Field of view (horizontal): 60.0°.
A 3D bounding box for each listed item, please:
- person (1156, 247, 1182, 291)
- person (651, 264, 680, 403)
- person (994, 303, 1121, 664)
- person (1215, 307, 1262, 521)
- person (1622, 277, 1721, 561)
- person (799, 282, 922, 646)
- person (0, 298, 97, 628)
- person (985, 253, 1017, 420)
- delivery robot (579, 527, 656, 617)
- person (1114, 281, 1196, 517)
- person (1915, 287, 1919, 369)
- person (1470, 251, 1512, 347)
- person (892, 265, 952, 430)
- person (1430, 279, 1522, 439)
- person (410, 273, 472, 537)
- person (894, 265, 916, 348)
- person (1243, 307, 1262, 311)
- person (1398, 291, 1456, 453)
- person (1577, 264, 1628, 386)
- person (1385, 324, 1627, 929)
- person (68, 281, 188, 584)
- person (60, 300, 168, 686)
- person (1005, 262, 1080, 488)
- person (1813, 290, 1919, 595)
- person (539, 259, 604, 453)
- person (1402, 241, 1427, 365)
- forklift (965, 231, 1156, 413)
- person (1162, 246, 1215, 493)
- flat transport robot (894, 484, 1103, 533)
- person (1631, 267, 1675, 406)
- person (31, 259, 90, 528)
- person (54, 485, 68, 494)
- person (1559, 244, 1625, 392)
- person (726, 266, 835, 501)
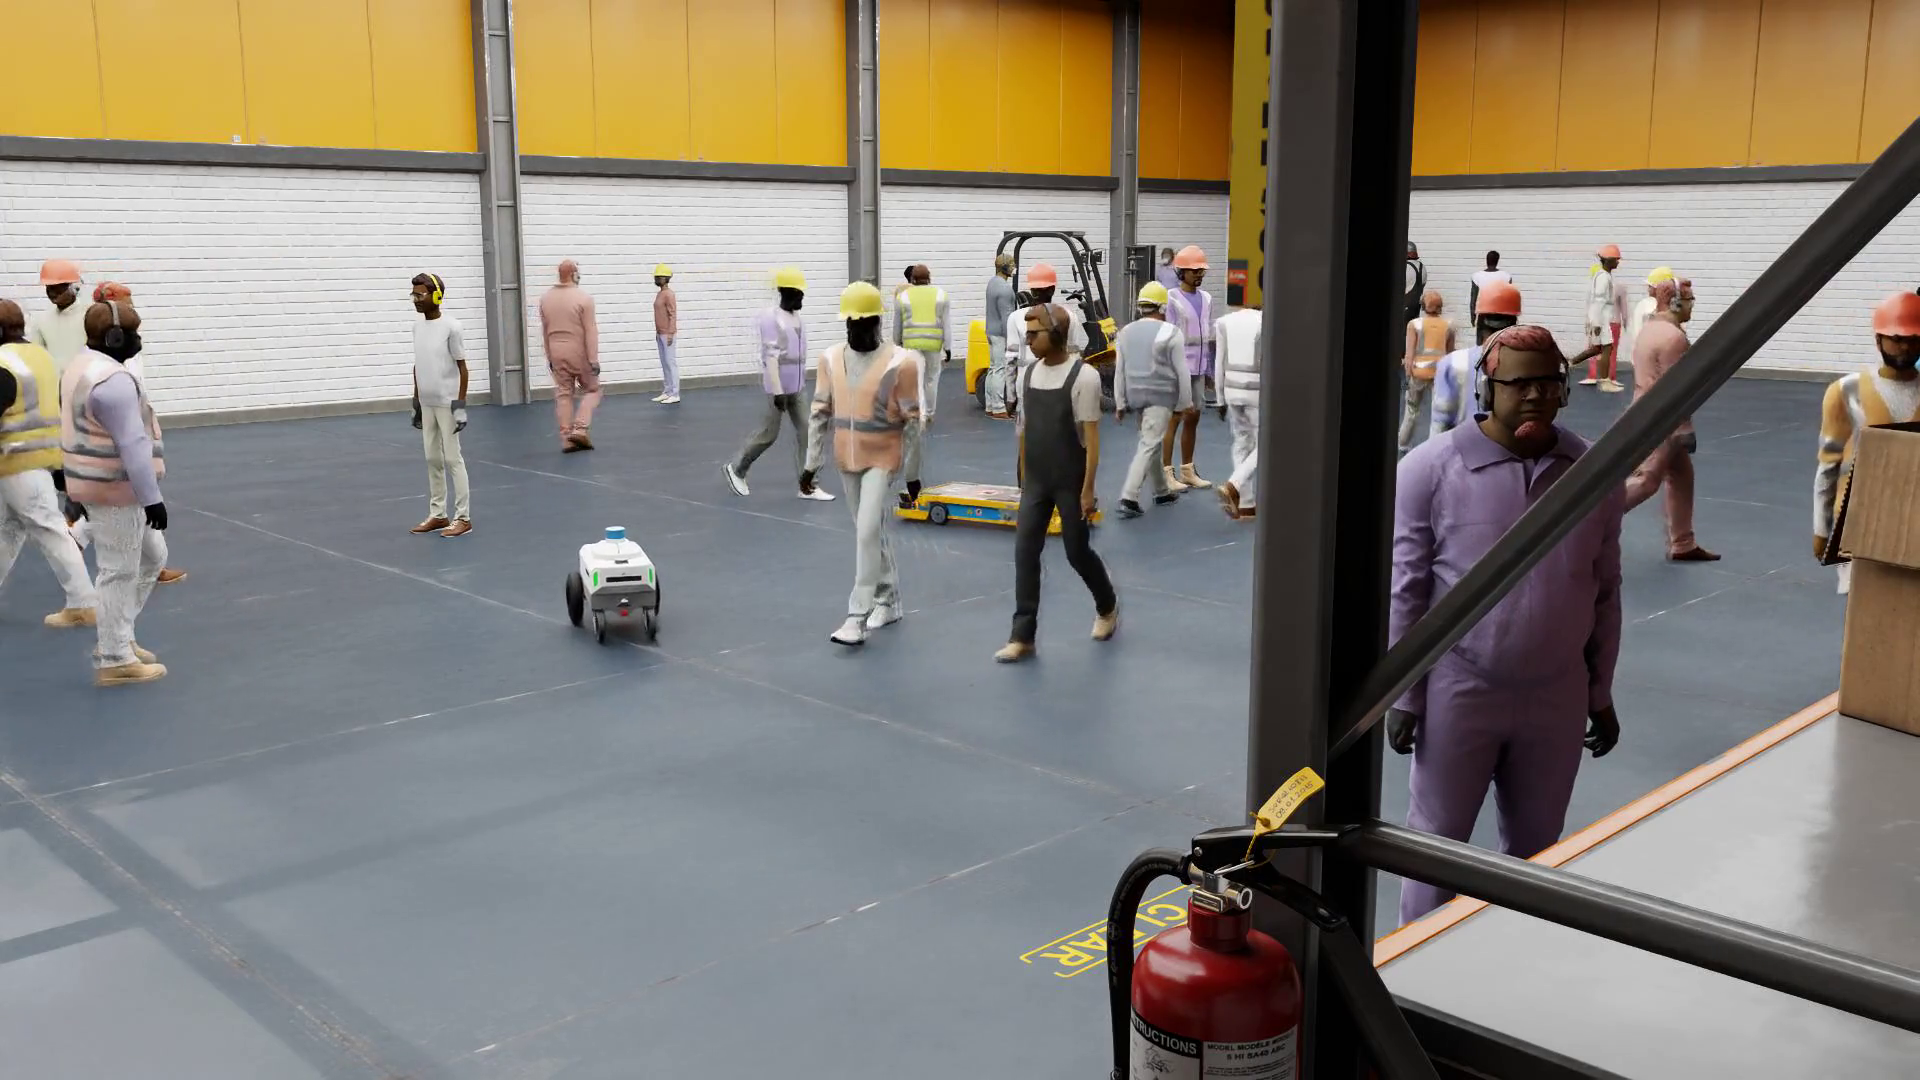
[{"bbox_3d":[3.646,-4.176,29.247,0.648,1.919,0.458,9,14,42],"label":"person"},{"bbox_3d":[-3.773,-2.624,21.202,0.313,1.768,0.533,-6,12,-28],"label":"person"},{"bbox_3d":[0.519,-0.309,8.496,0.534,1.803,0.886,8,13,36],"label":"person"},{"bbox_3d":[2.111,-1.039,12.271,0.598,1.866,0.627,10,14,43],"label":"person"},{"bbox_3d":[4.504,-0.769,10.809,0.925,1.871,0.639,3,11,14],"label":"person"},{"bbox_3d":[-0.555,-0.394,8.731,0.594,1.884,0.915,6,12,31],"label":"person"},{"bbox_3d":[-5.171,-0.402,8.992,0.958,1.789,0.642,-1,10,-7],"label":"person"},{"bbox_3d":[0.475,-2.342,19.232,0.364,1.934,0.630,-2,11,-13],"label":"person"},{"bbox_3d":[-1.858,0.173,9.002,0.477,0.478,0.707,-3,11,-17],"label":"delivery robot"},{"bbox_3d":[1.466,-1.083,12.761,0.937,1.790,0.590,-10,14,-43],"label":"person"},{"bbox_3d":[9.364,-1.675,16.210,0.317,1.697,0.540,-6,12,-30],"label":"person"},{"bbox_3d":[8.098,-3.452,25.388,0.593,1.883,0.851,4,11,19],"label":"person"},{"bbox_3d":[-0.435,-2.152,18.545,0.640,1.793,0.949,-1,10,-7],"label":"person"},{"bbox_3d":[2.610,-0.323,8.262,0.583,1.904,0.908,2,11,13],"label":"person"},{"bbox_3d":[-3.704,-0.953,11.811,0.528,1.869,0.313,6,12,32],"label":"person"},{"bbox_3d":[-0.723,-3.215,24.642,0.532,1.691,0.321,4,11,20],"label":"person"},{"bbox_3d":[5.273,-4.214,29.276,0.613,1.986,0.401,-1,10,-7],"label":"person"},{"bbox_3d":[4.461,-1.574,15.920,0.546,1.589,0.851,-1,10,-7],"label":"person"},{"bbox_3d":[9.146,-3.030,23.554,0.638,1.722,0.323,2,11,13],"label":"person"},{"bbox_3d":[1.424,0.395,4.356,0.646,1.908,0.408,-1,10,-5],"label":"person"},{"bbox_3d":[-5.145,-0.627,10.037,0.675,1.868,0.608,-2,11,-11],"label":"person"},{"bbox_3d":[-3.989,-0.216,7.906,0.458,1.827,0.639,-7,13,-35],"label":"person"},{"bbox_3d":[0.609,-1.089,12.368,0.551,1.935,0.375,1,10,6],"label":"person"},{"bbox_3d":[3.945,-0.113,7.125,0.552,1.914,0.820,3,11,14],"label":"person"},{"bbox_3d":[-3.790,-1.796,16.332,0.676,1.891,0.429,4,11,23],"label":"person"},{"bbox_3d":[7.377,-3.933,27.593,0.683,2.000,0.537,-8,13,-39],"label":"person"},{"bbox_3d":[1.222,-2.721,20.561,2.313,2.155,1.214,2,11,13],"label":"forklift"},{"bbox_3d":[1.904,-1.417,13.861,0.615,2.042,0.372,-9,14,-40],"label":"person"},{"bbox_3d":[0.276,-0.255,12.362,1.431,0.197,0.652,6,12,32],"label":"flat transport robot"},{"bbox_3d":[6.651,-1.692,15.936,0.404,1.830,0.603,1,10,3],"label":"person"},{"bbox_3d":[-6.389,-1.007,11.852,0.662,1.951,0.944,2,11,13],"label":"person"},{"bbox_3d":[-7.336,-1.195,13.912,0.525,1.581,0.903,5,11,24],"label":"person"},{"bbox_3d":[8.687,-3.030,22.756,0.832,2.019,0.616,3,11,18],"label":"person"},{"bbox_3d":[-1.464,-1.263,13.442,0.905,1.899,0.582,6,12,30],"label":"person"}]
